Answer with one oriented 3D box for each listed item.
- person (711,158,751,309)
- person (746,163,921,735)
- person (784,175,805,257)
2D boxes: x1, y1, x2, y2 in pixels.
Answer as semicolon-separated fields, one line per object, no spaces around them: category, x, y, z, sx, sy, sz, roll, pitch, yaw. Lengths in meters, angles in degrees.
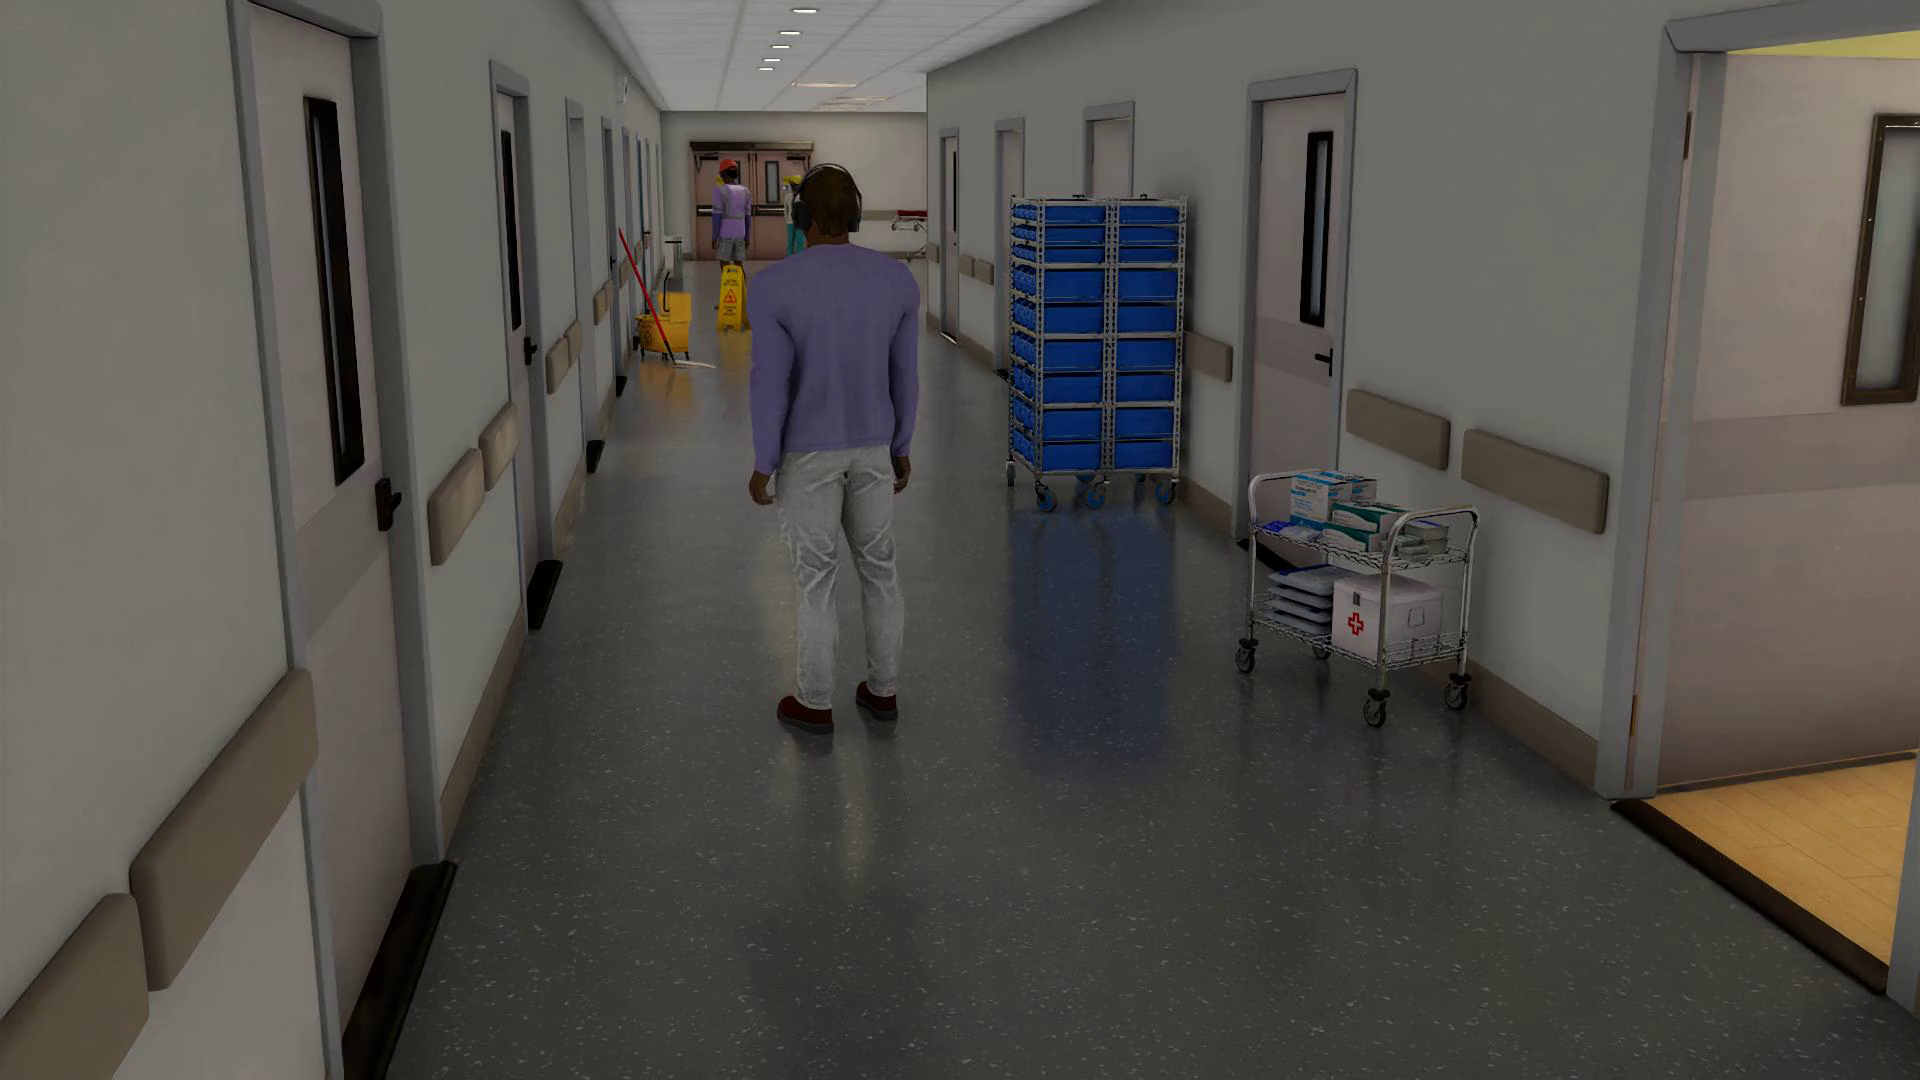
person;-3.121;-4.147;22.609;0.613;2.029;0.407;-12;18;-43
person;-0.433;-0.297;5.695;0.627;1.941;0.371;-7;14;-28
person;-2.928;-5.651;29.864;0.525;1.769;0.311;10;16;37
